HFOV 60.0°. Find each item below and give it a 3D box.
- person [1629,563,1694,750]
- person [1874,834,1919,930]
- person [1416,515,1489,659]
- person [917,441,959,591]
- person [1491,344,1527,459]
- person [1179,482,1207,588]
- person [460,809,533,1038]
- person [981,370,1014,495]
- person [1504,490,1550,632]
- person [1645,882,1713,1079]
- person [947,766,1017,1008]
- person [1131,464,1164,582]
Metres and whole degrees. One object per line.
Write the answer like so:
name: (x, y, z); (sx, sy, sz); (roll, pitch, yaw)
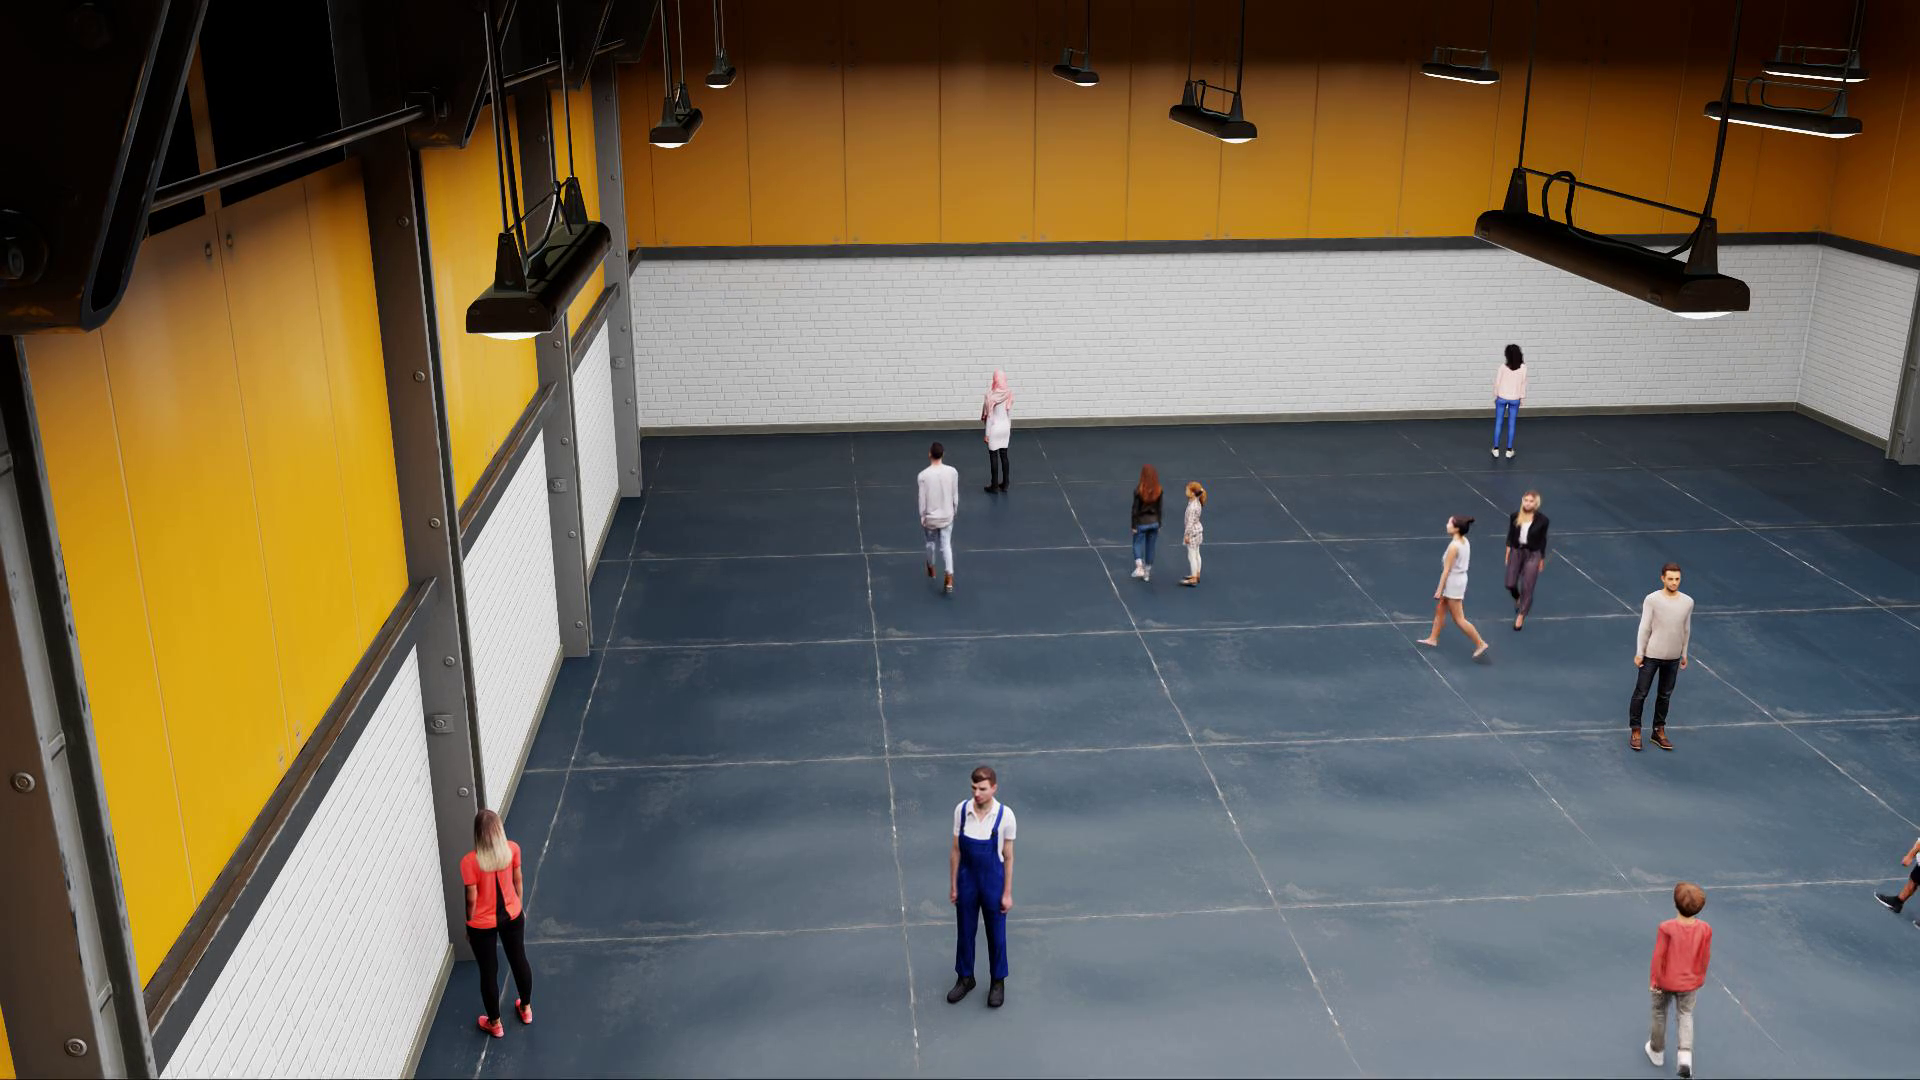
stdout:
person: (6.714, 1.096, 15.929); (0.671, 1.867, 0.575); (0, 19, -1)
person: (7.575, 2.474, 12.828); (0.753, 1.235, 0.858); (-16, 25, -40)
person: (5.458, 0.523, 18.092); (1.059, 1.573, 1.048); (12, 22, 33)
person: (-0.226, -0.274, 20.081); (0.749, 1.814, 1.165); (-3, 19, -10)
person: (8.489, -2.169, 25.777); (0.726, 1.771, 0.682); (6, 20, 18)
person: (2.858, -0.086, 20.317); (0.648, 1.308, 0.541); (6, 20, 18)
person: (-3.234, 2.648, 11.592); (0.676, 1.694, 0.707); (-16, 24, -39)
person: (0.554, -1.564, 23.927); (0.737, 1.804, 0.762); (-13, 23, -34)
person: (6.444, 0.213, 18.878); (0.797, 1.660, 0.868); (11, 22, 30)
person: (4.818, 2.959, 11.114); (0.612, 1.410, 0.785); (2, 19, 6)
person: (0.166, 2.452, 11.930); (0.707, 1.850, 0.697); (5, 19, 16)
person: (2.319, -0.196, 20.387); (0.593, 1.472, 0.552); (-4, 19, -12)
